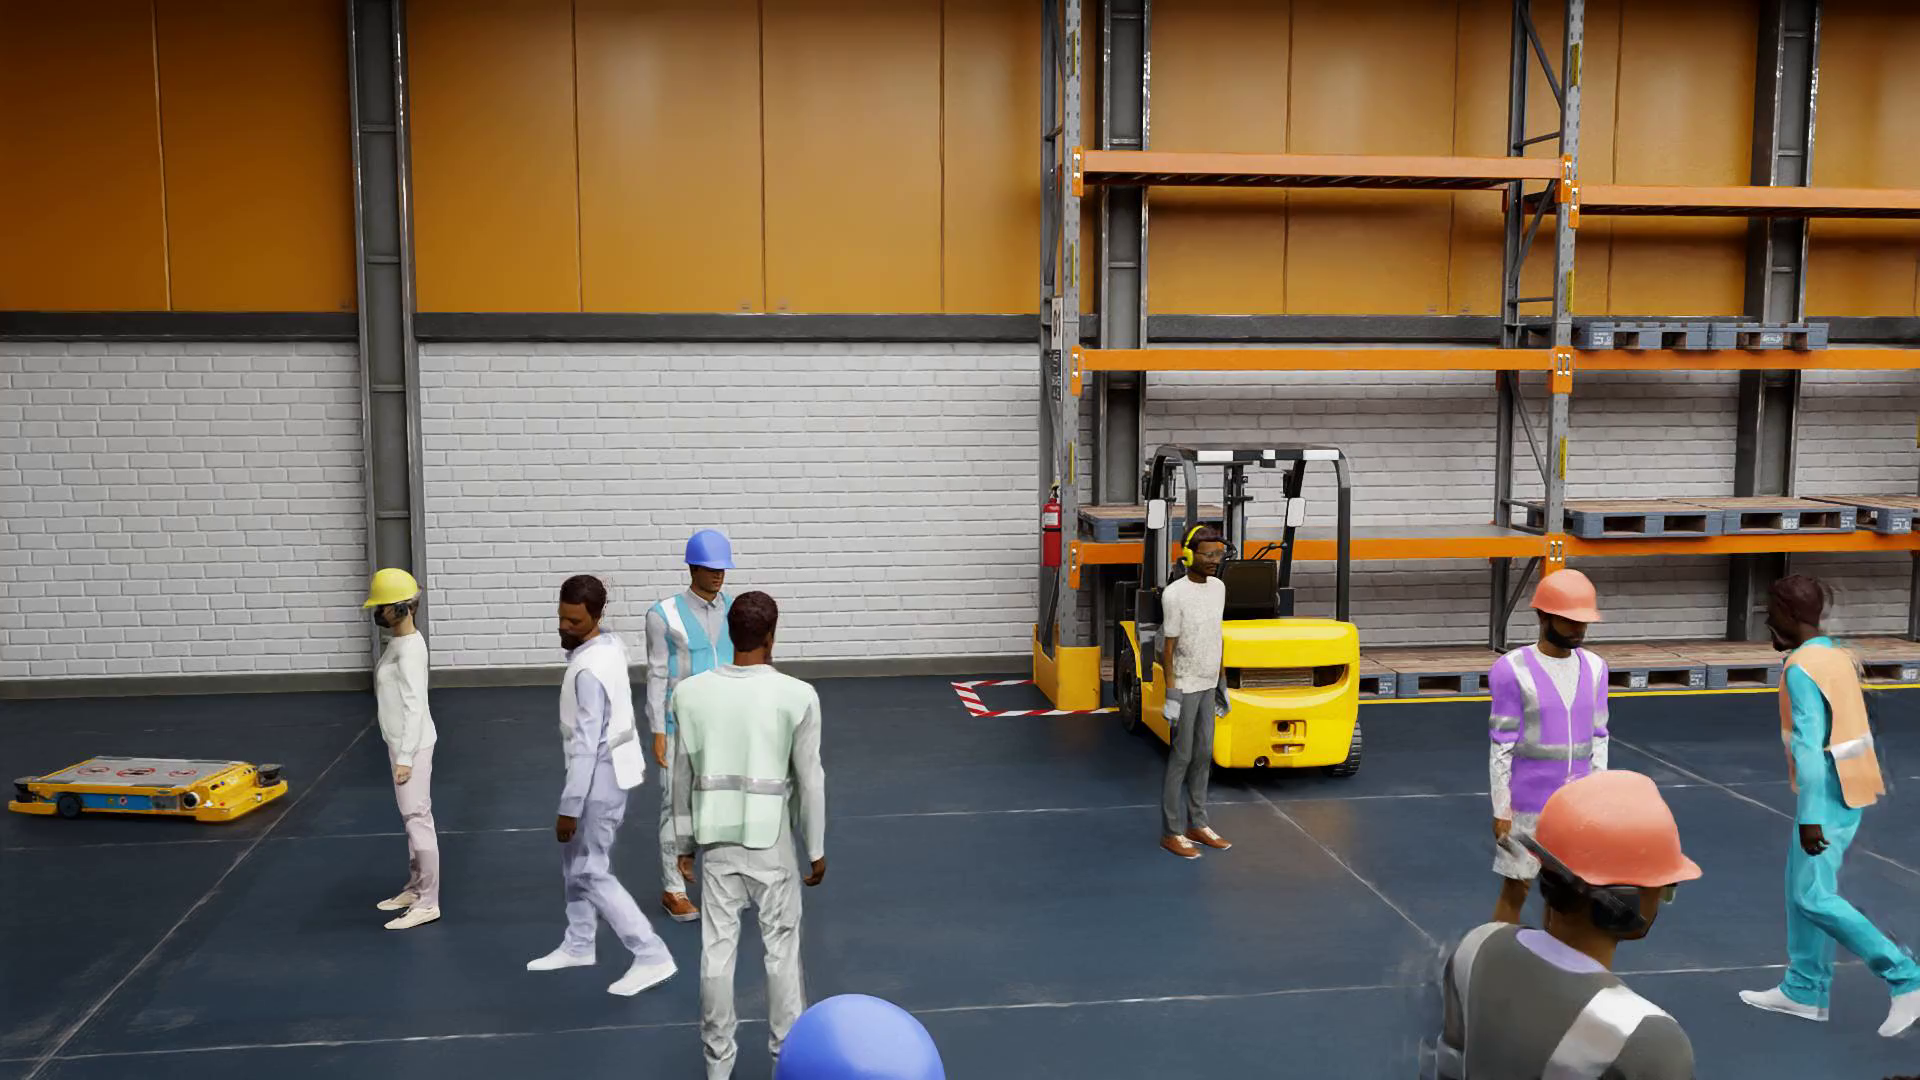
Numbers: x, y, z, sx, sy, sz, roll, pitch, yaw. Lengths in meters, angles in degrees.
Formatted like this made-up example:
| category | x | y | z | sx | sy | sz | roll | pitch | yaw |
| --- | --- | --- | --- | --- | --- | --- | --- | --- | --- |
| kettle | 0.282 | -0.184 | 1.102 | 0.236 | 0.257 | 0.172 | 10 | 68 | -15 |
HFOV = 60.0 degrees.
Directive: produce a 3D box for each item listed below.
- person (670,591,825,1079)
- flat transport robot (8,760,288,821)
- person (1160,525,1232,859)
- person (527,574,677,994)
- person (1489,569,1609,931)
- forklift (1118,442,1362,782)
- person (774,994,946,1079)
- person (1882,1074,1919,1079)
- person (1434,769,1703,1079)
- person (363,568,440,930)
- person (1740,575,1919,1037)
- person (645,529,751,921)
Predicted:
| category | x | y | z | sx | sy | sz | roll | pitch | yaw |
| --- | --- | --- | --- | --- | --- | --- | --- | --- | --- |
| person | -0.816 | 1.150 | 6.350 | 0.603 | 1.908 | 0.411 | 2 | 7 | 13 |
| flat transport robot | -4.972 | 1.518 | 10.210 | 1.431 | 0.197 | 0.652 | 1 | 7 | 8 |
| person | 1.321 | 0.837 | 9.301 | 0.500 | 1.862 | 0.326 | -6 | 9 | -44 |
| person | -1.586 | 1.064 | 7.298 | 0.652 | 1.872 | 0.639 | -1 | 7 | -7 |
| person | 2.452 | 1.076 | 6.888 | 0.545 | 1.930 | 0.387 | -2 | 7 | -15 |
| forklift | 1.912 | 0.418 | 11.496 | 1.214 | 2.155 | 2.313 | -1 | 7 | -8 |
| person | -0.097 | 1.590 | 2.358 | 0.415 | 1.939 | 0.605 | 5 | 8 | 35 |
| person | 1.238 | 1.611 | 2.076 | 0.380 | 1.957 | 0.607 | 1 | 7 | 13 |
| person | 1.169 | 1.444 | 3.255 | 0.477 | 2.028 | 0.617 | -1 | 7 | -12 |
| person | -2.736 | 1.011 | 8.168 | 0.313 | 1.767 | 0.523 | -3 | 7 | -23 |
| person | 3.669 | 1.099 | 6.896 | 0.715 | 1.880 | 0.631 | 5 | 8 | 38 |
| person | -1.275 | 0.911 | 8.306 | 0.611 | 1.943 | 0.409 | -5 | 8 | -36 |
